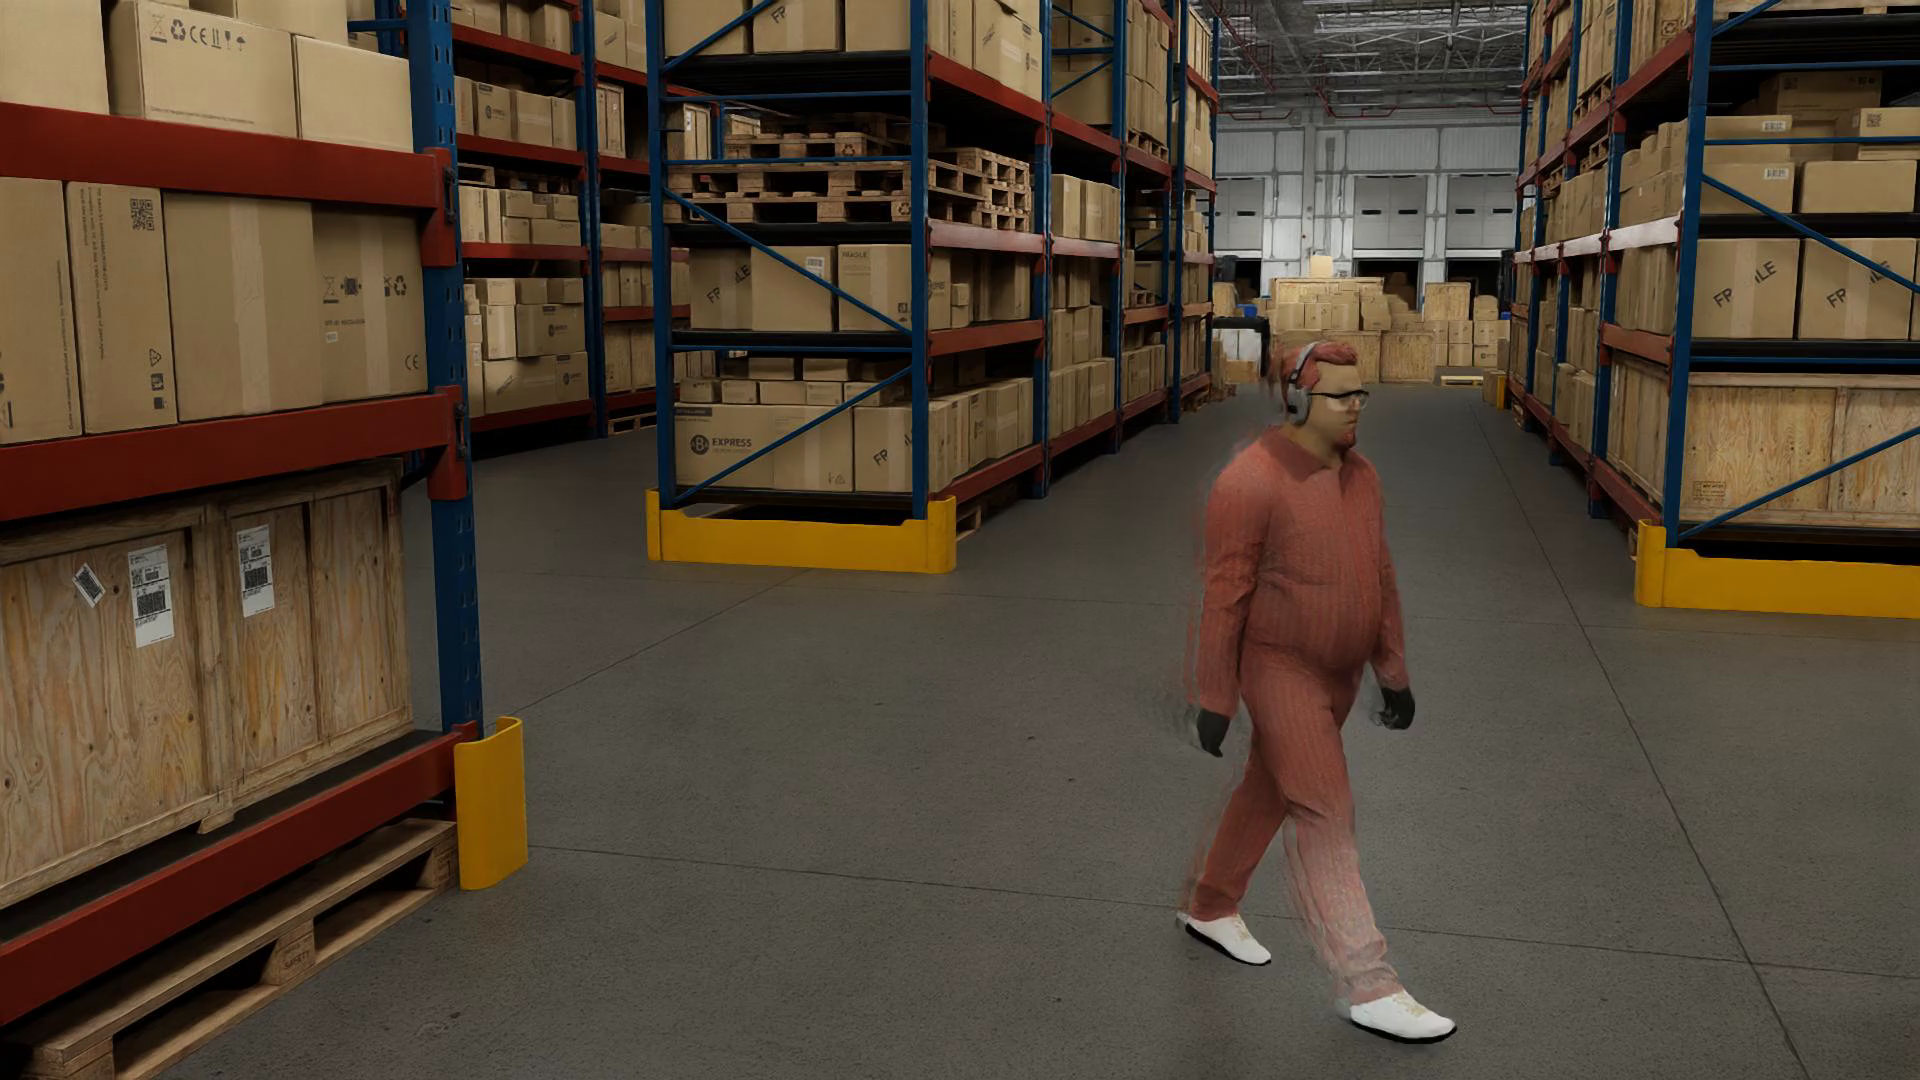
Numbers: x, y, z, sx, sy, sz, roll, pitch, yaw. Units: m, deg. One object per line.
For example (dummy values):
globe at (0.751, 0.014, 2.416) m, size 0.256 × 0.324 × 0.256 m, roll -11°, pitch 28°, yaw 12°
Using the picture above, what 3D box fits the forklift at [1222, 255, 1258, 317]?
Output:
forklift at (9.336, -8.492, 57.723) m, size 1.873 × 2.768 × 1.129 m, roll 0°, pitch 9°, yaw -3°

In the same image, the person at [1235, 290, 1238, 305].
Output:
person at (9.327, -8.001, 57.691) m, size 0.657 × 1.922 × 0.415 m, roll 3°, pitch 9°, yaw 16°

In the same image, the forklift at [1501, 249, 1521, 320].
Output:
forklift at (15.612, -6.692, 46.291) m, size 1.129 × 2.768 × 1.873 m, roll 2°, pitch 9°, yaw 15°

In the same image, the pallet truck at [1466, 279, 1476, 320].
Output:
pallet truck at (18.896, -8.459, 60.307) m, size 1.885 × 1.965 × 0.823 m, roll 5°, pitch 10°, yaw 31°

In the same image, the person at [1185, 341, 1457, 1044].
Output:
person at (0.982, 0.377, 4.628) m, size 0.666 × 1.853 × 0.991 m, roll -8°, pitch 12°, yaw -43°
